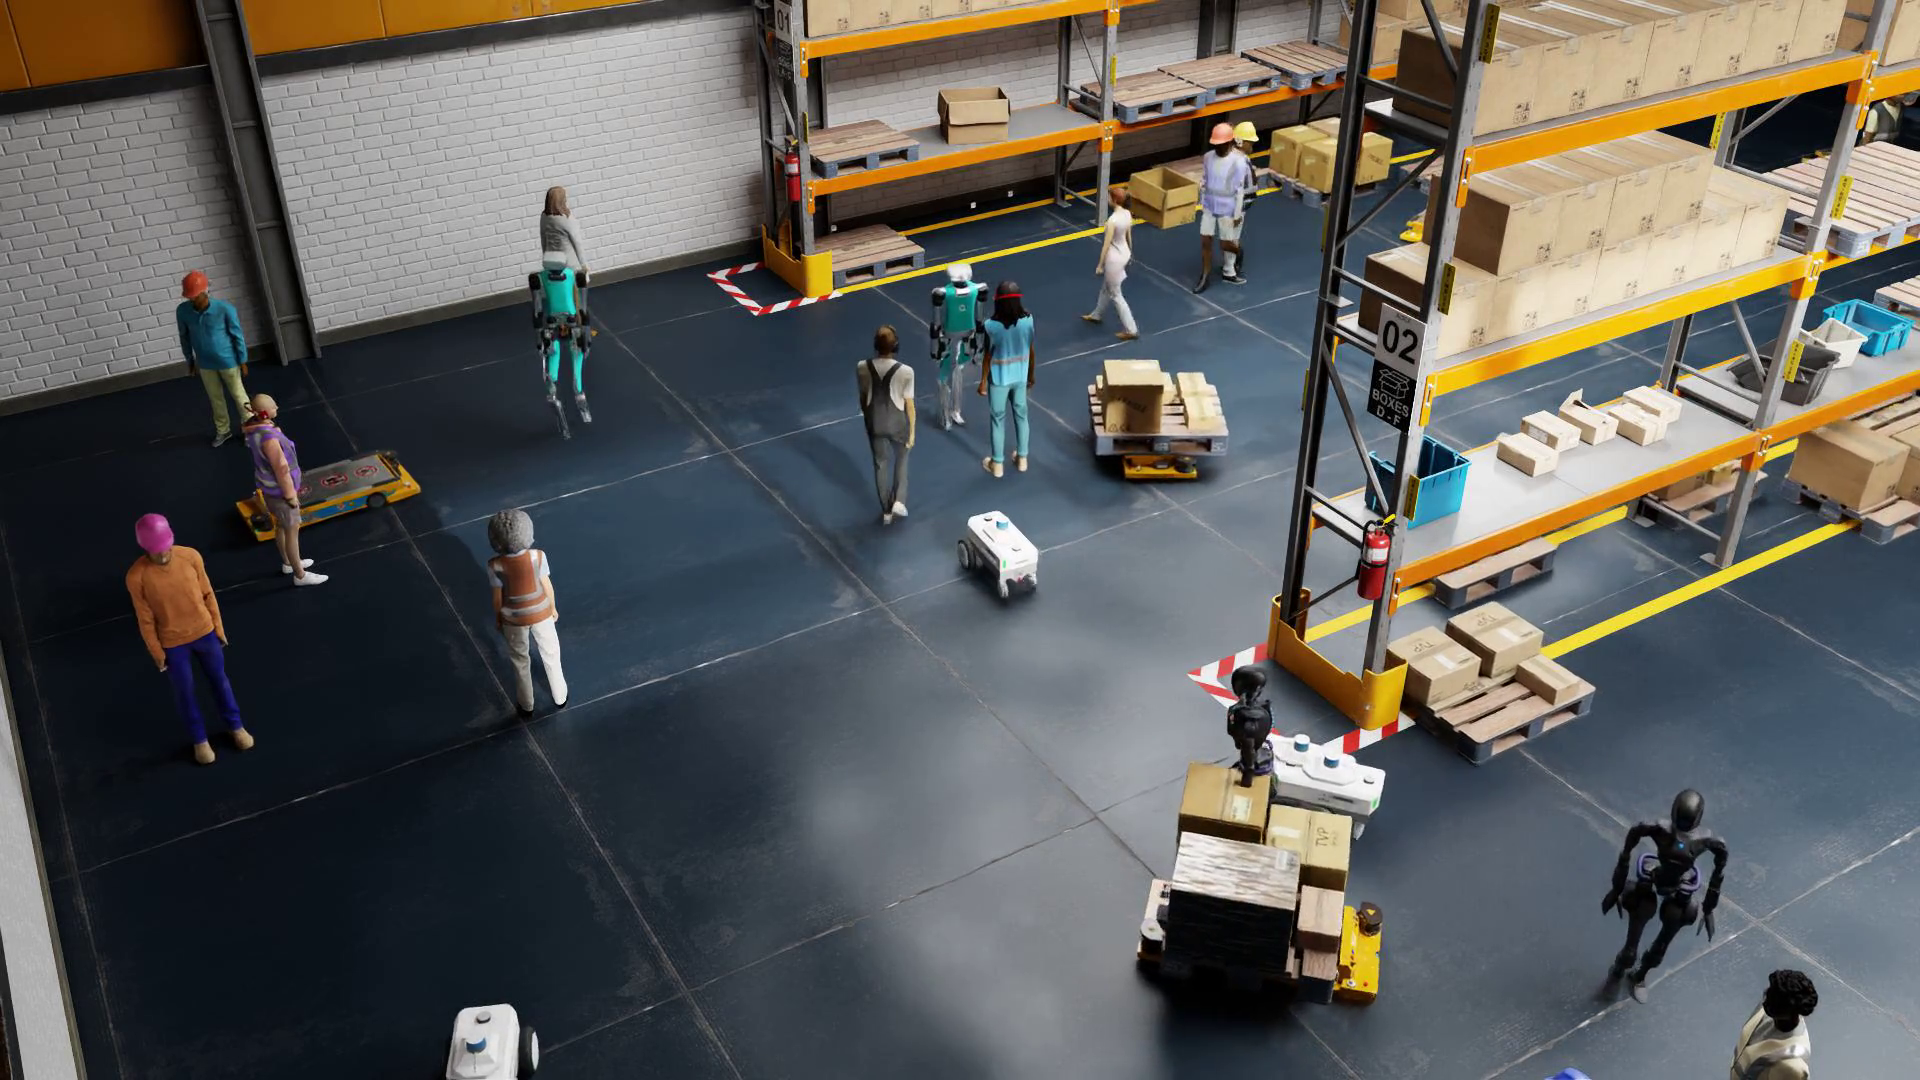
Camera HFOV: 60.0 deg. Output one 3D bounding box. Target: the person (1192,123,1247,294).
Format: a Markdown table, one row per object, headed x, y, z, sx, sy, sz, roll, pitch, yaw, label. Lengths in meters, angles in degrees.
| x | y | z | sx | sy | sz | roll | pitch | yaw | label |
| --- | --- | --- | --- | --- | --- | --- | --- | --- | --- |
| 2.909 | -3.712 | 18.456 | 0.546 | 1.914 | 0.729 | 24 | 39 | 33 | person |

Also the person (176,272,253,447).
| x | y | z | sx | sy | sz | roll | pitch | yaw | label |
| --- | --- | --- | --- | --- | --- | --- | --- | --- | --- |
| -6.873 | -1.655 | 15.335 | 0.576 | 1.746 | 0.359 | 1 | 32 | 2 | person |

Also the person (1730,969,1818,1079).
| x | y | z | sx | sy | sz | roll | pitch | yaw | label |
| --- | --- | --- | --- | --- | --- | --- | --- | --- | --- |
| 3.984 | 2.783 | 8.307 | 0.319 | 1.693 | 0.531 | 6 | 33 | 10 | person |

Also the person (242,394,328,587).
| x | y | z | sx | sy | sz | roll | pitch | yaw | label |
| --- | --- | --- | --- | --- | --- | --- | --- | --- | --- |
| -5.472 | -0.409 | 13.394 | 0.346 | 1.693 | 0.496 | -23 | 39 | -31 | person |

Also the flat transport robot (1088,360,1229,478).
| x | y | z | sx | sy | sz | roll | pitch | yaw | label |
| --- | --- | --- | --- | --- | --- | --- | --- | --- | --- |
| 1.825 | -0.995 | 15.671 | 0.659 | 0.231 | 1.431 | 0 | 32 | 0 | flat transport robot |

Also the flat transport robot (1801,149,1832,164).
| x | y | z | sx | sy | sz | roll | pitch | yaw | label |
| --- | --- | --- | --- | --- | --- | --- | --- | --- | --- |
| 11.869 | -4.862 | 21.838 | 1.431 | 0.231 | 0.659 | 9 | 33 | 14 | flat transport robot |

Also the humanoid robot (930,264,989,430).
| x | y | z | sx | sy | sz | roll | pitch | yaw | label |
| --- | --- | --- | --- | --- | --- | --- | --- | --- | --- |
| -0.072 | -1.826 | 15.659 | 0.530 | 1.813 | 0.799 | -8 | 33 | -13 | humanoid robot |

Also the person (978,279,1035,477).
| x | y | z | sx | sy | sz | roll | pitch | yaw | label |
| --- | --- | --- | --- | --- | --- | --- | --- | --- | --- |
| 0.432 | -1.439 | 14.874 | 0.538 | 1.865 | 0.374 | -12 | 34 | -18 | person |

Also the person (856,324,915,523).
| x | y | z | sx | sy | sz | roll | pitch | yaw | label |
| --- | --- | --- | --- | --- | --- | --- | --- | --- | --- |
| -0.617 | -0.988 | 14.194 | 0.499 | 1.828 | 0.415 | 4 | 32 | 6 | person |

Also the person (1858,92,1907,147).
| x | y | z | sx | sy | sz | roll | pitch | yaw | label |
| --- | --- | --- | --- | --- | --- | --- | --- | --- | --- |
| 10.996 | -4.631 | 19.993 | 0.558 | 1.839 | 0.399 | -18 | 36 | -26 | person |

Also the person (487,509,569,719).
| x | y | z | sx | sy | sz | roll | pitch | yaw | label |
| --- | --- | --- | --- | --- | --- | --- | --- | --- | --- |
| -3.104 | 0.534 | 11.892 | 0.443 | 1.690 | 0.310 | -11 | 34 | -17 | person |

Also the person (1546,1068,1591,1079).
| x | y | z | sx | sy | sz | roll | pitch | yaw | label |
| --- | --- | --- | --- | --- | --- | --- | --- | --- | --- |
| 2.693 | 3.113 | 7.708 | 0.472 | 1.771 | 0.324 | -19 | 37 | -28 | person |

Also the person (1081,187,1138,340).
| x | y | z | sx | sy | sz | roll | pitch | yaw | label |
| --- | --- | --- | --- | --- | --- | --- | --- | --- | --- |
| 1.621 | -2.937 | 17.492 | 0.785 | 1.622 | 0.473 | 20 | 37 | 28 | person |

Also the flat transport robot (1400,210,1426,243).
| x | y | z | sx | sy | sz | roll | pitch | yaw | label |
| --- | --- | --- | --- | --- | --- | --- | --- | --- | --- |
| 5.983 | -3.864 | 20.246 | 0.659 | 0.231 | 1.431 | 23 | 39 | 32 | flat transport robot |

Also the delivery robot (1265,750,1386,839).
| x | y | z | sx | sy | sz | roll | pitch | yaw | label |
| --- | --- | --- | --- | --- | --- | --- | --- | --- | --- |
| 2.432 | 1.669 | 11.170 | 0.784 | 0.613 | 0.522 | 11 | 34 | 17 | delivery robot |

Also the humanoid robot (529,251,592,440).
| x | y | z | sx | sy | sz | roll | pitch | yaw | label |
| --- | --- | --- | --- | --- | --- | --- | --- | --- | --- |
| -3.687 | -1.767 | 15.531 | 0.554 | 1.801 | 0.766 | -6 | 33 | -9 | humanoid robot |

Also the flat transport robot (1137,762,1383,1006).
| x | y | z | sx | sy | sz | roll | pitch | yaw | label |
| --- | --- | --- | --- | --- | --- | --- | --- | --- | --- |
| 1.850 | 2.418 | 10.228 | 1.431 | 0.231 | 0.659 | 8 | 33 | 12 | flat transport robot |

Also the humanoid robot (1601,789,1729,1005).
| x | y | z | sx | sy | sz | roll | pitch | yaw | label |
| --- | --- | --- | --- | --- | --- | --- | --- | --- | --- |
| 4.027 | 2.042 | 9.511 | 0.611 | 1.648 | 0.353 | 11 | 34 | 18 | humanoid robot |

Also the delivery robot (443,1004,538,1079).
| x | y | z | sx | sy | sz | roll | pitch | yaw | label |
| --- | --- | --- | --- | --- | --- | --- | --- | --- | --- |
| -2.613 | 2.921 | 9.173 | 0.519 | 0.613 | 0.785 | -4 | 32 | -6 | delivery robot |

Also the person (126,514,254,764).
| x | y | z | sx | sy | sz | roll | pitch | yaw | label |
| --- | --- | --- | --- | --- | --- | --- | --- | --- | --- |
| -5.326 | 0.661 | 11.433 | 0.515 | 1.973 | 0.407 | -25 | 40 | -34 | person |

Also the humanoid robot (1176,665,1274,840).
| x | y | z | sx | sy | sz | roll | pitch | yaw | label |
| --- | --- | --- | --- | --- | --- | --- | --- | --- | --- |
| 1.766 | 1.478 | 10.428 | 0.739 | 1.630 | 0.593 | 4 | 32 | 7 | humanoid robot |

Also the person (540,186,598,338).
| x | y | z | sx | sy | sz | roll | pitch | yaw | label |
| --- | --- | --- | --- | --- | --- | --- | --- | --- | --- |
| -4.122 | -2.892 | 17.383 | 0.487 | 1.658 | 0.343 | 12 | 34 | 19 | person |

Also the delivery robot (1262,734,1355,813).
| x | y | z | sx | sy | sz | roll | pitch | yaw | label |
| --- | --- | --- | --- | --- | --- | --- | --- | --- | --- |
| 2.323 | 1.592 | 11.286 | 0.777 | 0.606 | 0.514 | 13 | 34 | 20 | delivery robot |

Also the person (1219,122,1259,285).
| x | y | z | sx | sy | sz | roll | pitch | yaw | label |
| --- | --- | --- | --- | --- | --- | --- | --- | --- | --- |
| 3.120 | -3.791 | 18.659 | 0.404 | 1.829 | 0.599 | 3 | 32 | 5 | person |

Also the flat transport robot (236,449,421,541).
| x | y | z | sx | sy | sz | roll | pitch | yaw | label |
| --- | --- | --- | --- | --- | --- | --- | --- | --- | --- |
| -5.596 | -0.407 | 14.734 | 1.431 | 0.231 | 0.659 | -21 | 38 | -29 | flat transport robot |

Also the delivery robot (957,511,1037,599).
| x | y | z | sx | sy | sz | roll | pitch | yaw | label |
| --- | --- | --- | --- | --- | --- | --- | --- | --- | --- |
| 0.336 | 0.080 | 13.706 | 0.499 | 0.614 | 0.818 | -14 | 35 | -21 | delivery robot |
